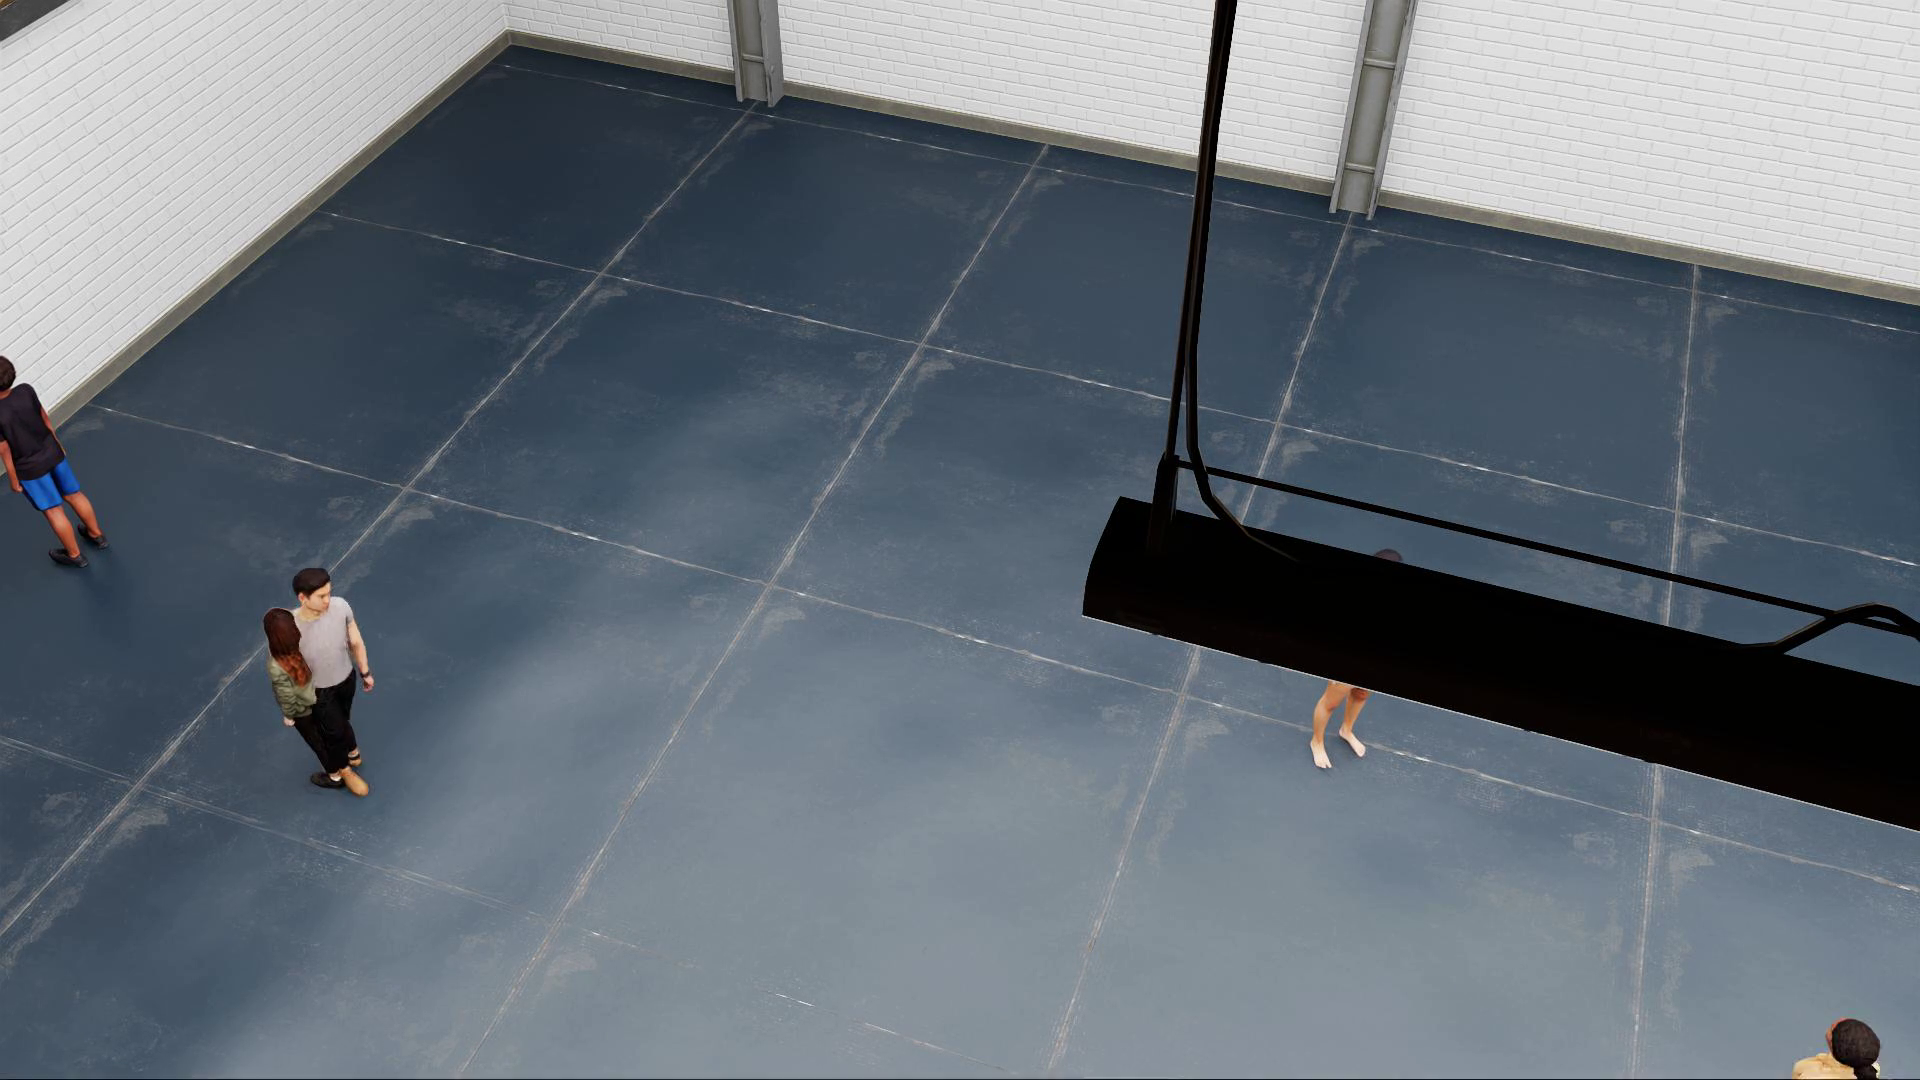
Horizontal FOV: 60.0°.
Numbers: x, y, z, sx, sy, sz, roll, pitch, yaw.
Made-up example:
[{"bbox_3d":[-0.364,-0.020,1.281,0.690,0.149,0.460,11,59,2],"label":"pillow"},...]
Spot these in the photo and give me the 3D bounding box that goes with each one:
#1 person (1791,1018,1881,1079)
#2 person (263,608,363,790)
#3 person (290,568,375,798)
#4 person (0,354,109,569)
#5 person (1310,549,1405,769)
[{"bbox_3d":[4.069,2.850,7.929,1.074,1.631,0.989,-6,44,-7],"label":"person"},{"bbox_3d":[-3.927,0.942,10.045,0.492,1.475,0.573,15,46,15],"label":"person"},{"bbox_3d":[-3.866,0.804,10.039,0.829,1.682,0.922,-25,49,-24],"label":"person"},{"bbox_3d":[-6.313,-0.550,11.376,0.595,1.800,0.619,18,47,18],"label":"person"},{"bbox_3d":[2.432,0.698,10.115,0.641,1.731,0.722,-14,45,-14],"label":"person"}]
